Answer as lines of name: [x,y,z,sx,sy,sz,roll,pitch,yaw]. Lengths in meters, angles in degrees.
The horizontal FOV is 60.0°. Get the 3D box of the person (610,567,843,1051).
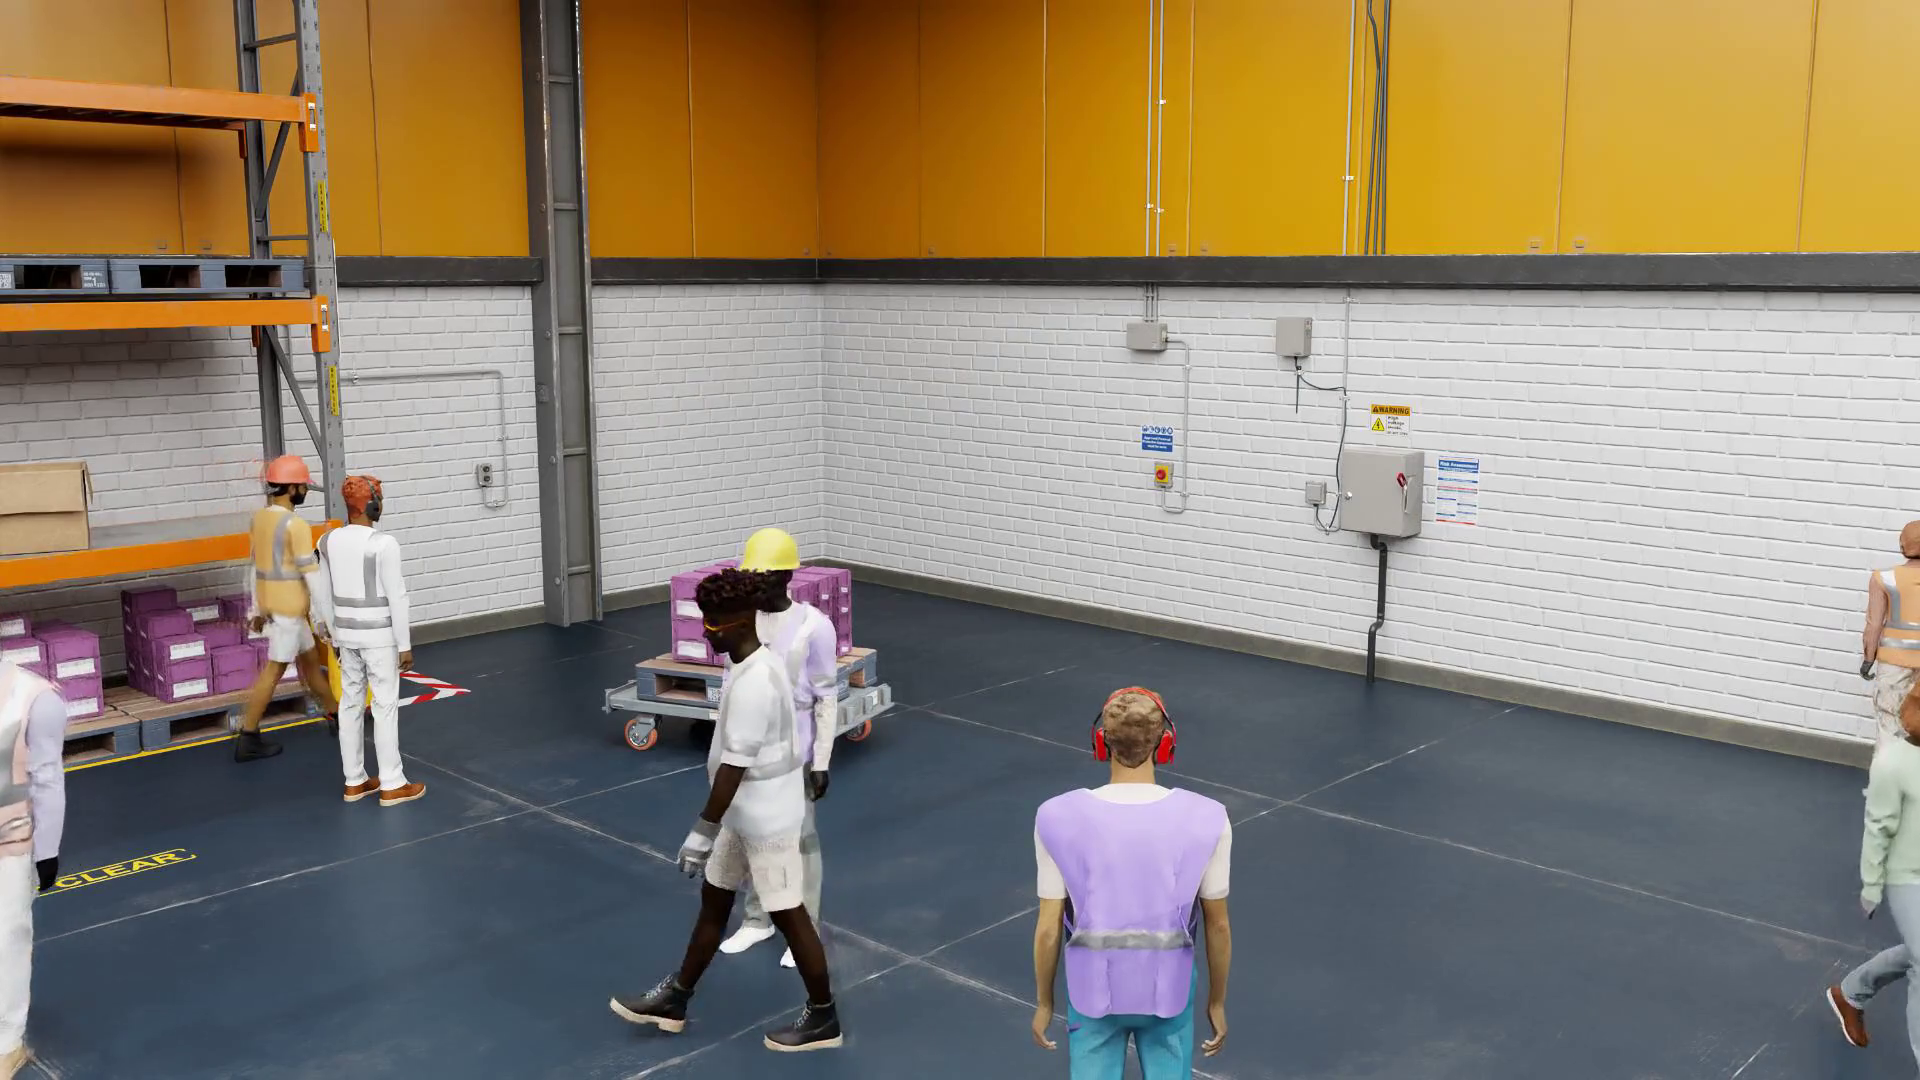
person: [-0.905,1.055,6.372,0.973,1.909,0.601,-1,9,-9]

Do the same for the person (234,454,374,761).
person: [-4.160,0.403,10.439,0.571,1.878,1.012,8,12,41]

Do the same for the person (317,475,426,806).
person: [-3.342,0.569,9.422,0.576,1.883,0.354,4,10,22]

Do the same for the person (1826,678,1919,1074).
person: [3.533,1.241,6.163,0.507,1.607,0.776,-3,10,-16]

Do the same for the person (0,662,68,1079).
person: [-3.633,1.125,6.181,0.632,1.826,0.452,-1,9,-3]

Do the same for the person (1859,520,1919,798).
person: [5.353,0.700,9.359,0.514,1.639,0.310,3,10,18]

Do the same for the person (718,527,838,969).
person: [-0.806,0.897,7.265,0.585,1.930,0.365,5,11,30]

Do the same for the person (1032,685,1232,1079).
person: [0.495,1.340,4.816,0.571,1.840,0.374,0,9,1]
